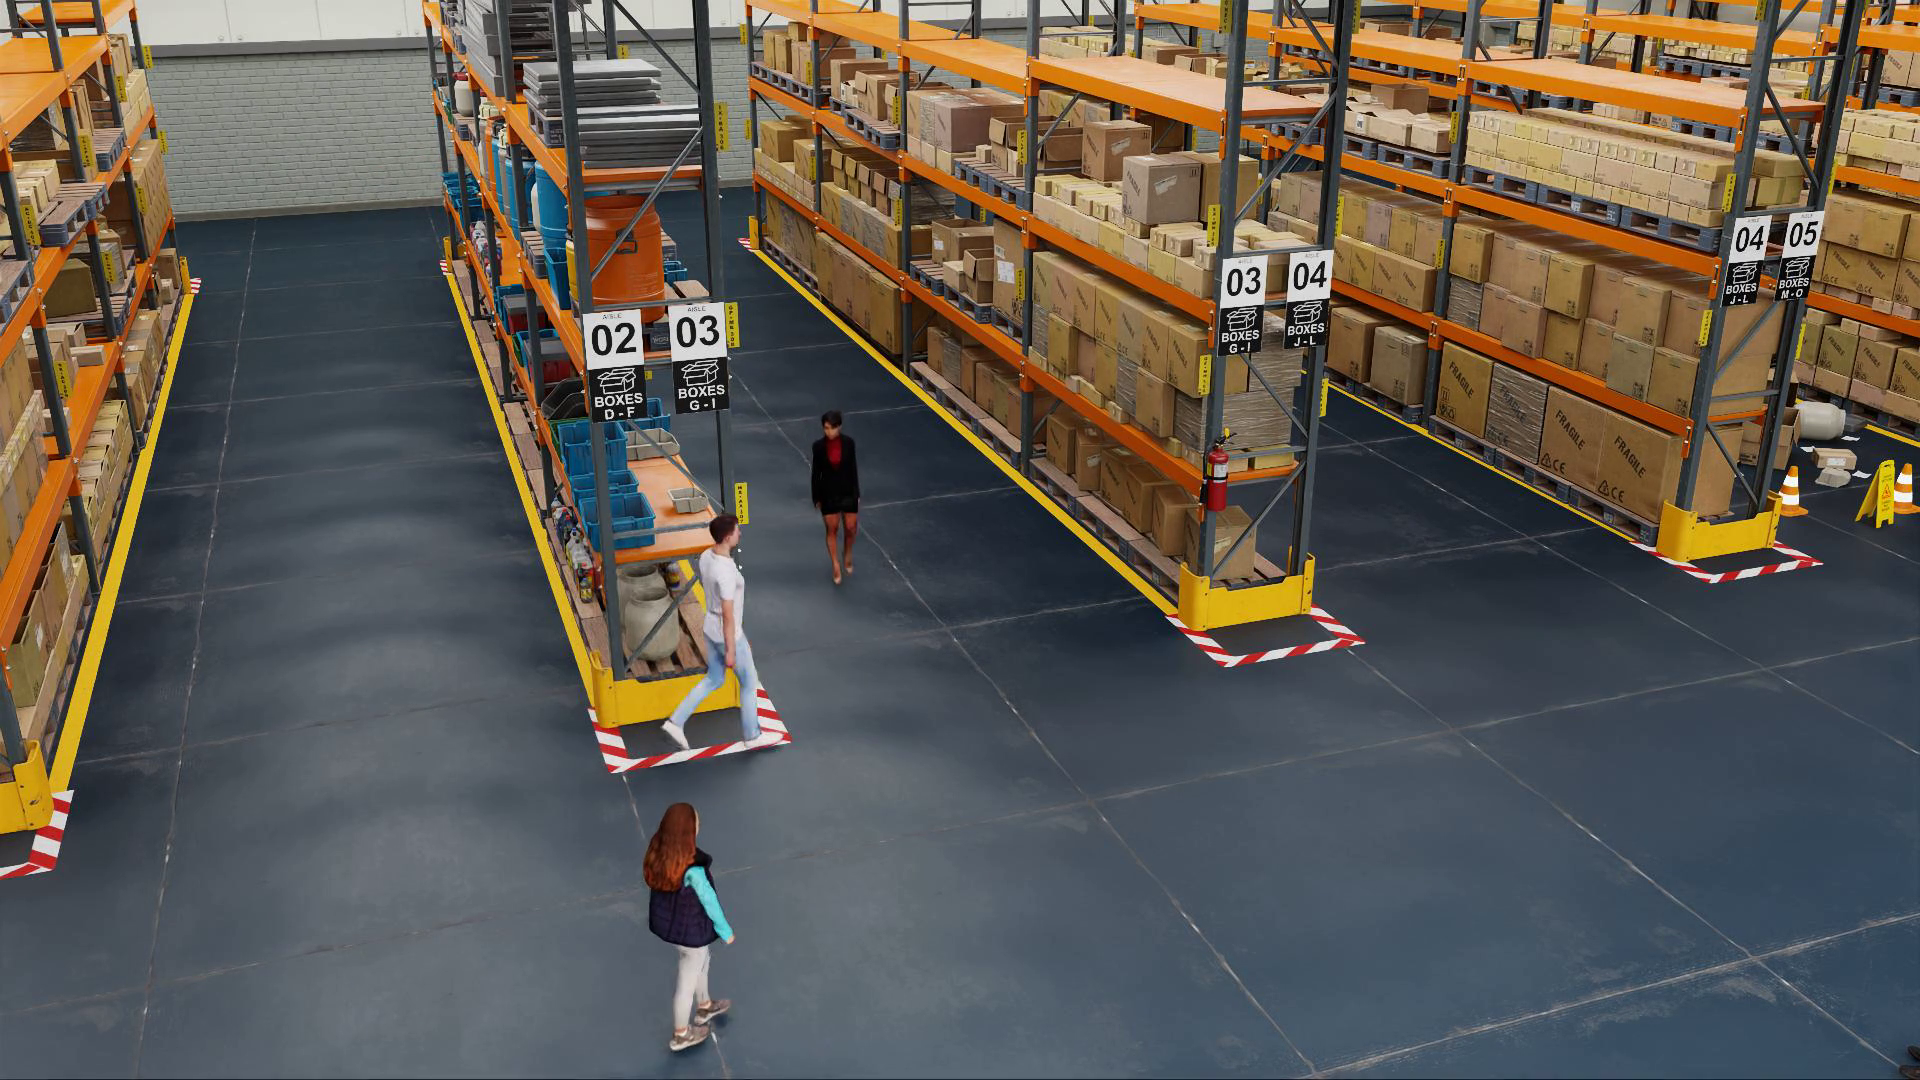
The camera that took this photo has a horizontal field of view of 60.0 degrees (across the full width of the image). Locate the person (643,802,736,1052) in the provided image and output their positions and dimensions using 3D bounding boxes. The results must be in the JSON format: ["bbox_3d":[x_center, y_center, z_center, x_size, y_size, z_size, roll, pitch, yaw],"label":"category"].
[{"bbox_3d":[-1.521,2.104,8.939,0.753,1.487,0.751,-16,27,-34],"label":"person"}]

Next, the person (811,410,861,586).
[{"bbox_3d":[-1.104,-0.390,14.848,0.643,1.629,0.651,-3,22,-7],"label":"person"}]

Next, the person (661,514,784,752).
[{"bbox_3d":[-1.773,0.712,11.900,0.843,1.822,1.084,-12,25,-27],"label":"person"}]
